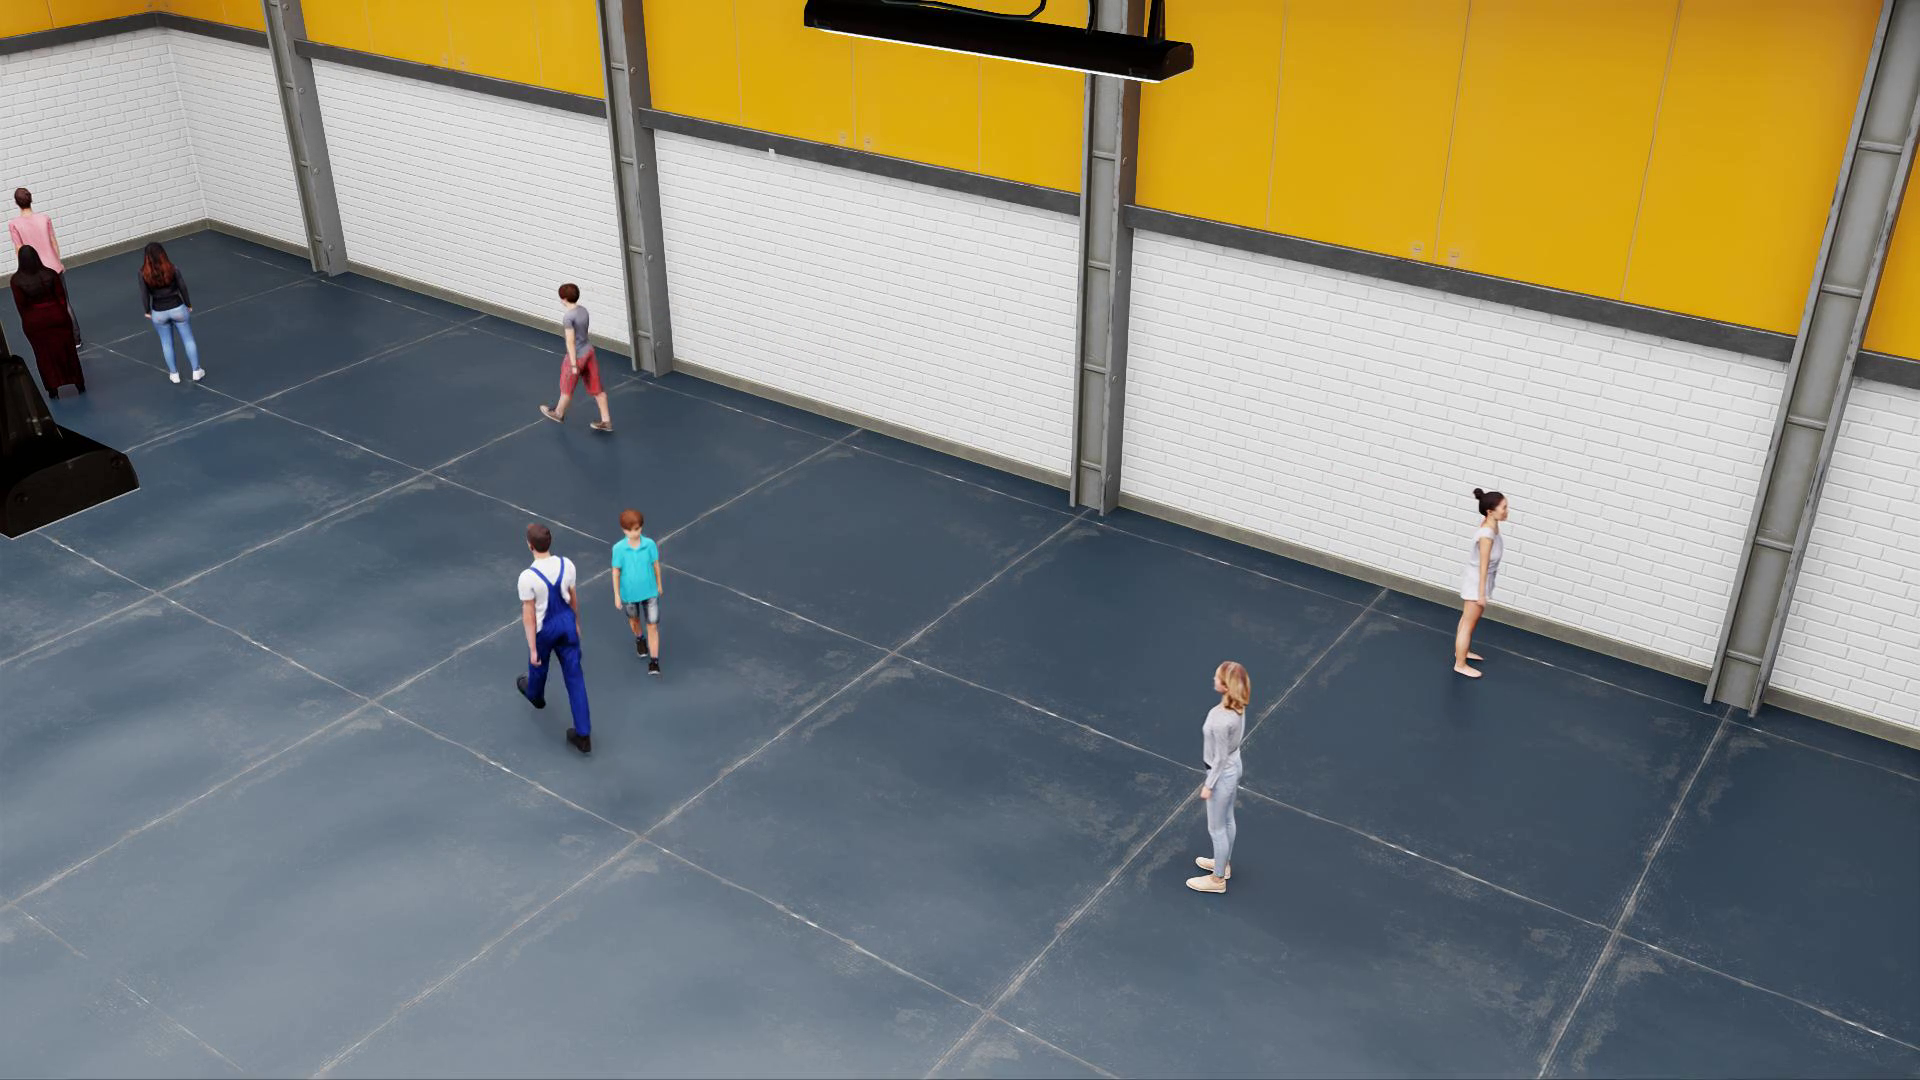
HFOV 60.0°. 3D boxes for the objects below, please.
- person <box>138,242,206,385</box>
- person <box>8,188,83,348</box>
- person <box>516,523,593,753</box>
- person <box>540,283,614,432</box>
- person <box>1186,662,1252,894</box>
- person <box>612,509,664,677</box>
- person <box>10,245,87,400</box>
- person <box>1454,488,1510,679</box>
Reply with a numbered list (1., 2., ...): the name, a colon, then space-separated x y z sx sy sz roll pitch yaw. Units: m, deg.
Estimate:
1. person: -8.954 -2.587 18.833 0.733 1.633 0.745 -11 30 -19
2. person: -10.801 -3.179 19.581 0.677 1.957 0.599 -25 37 -37
3. person: -3.006 0.768 12.511 0.914 1.799 1.315 -20 35 -33
4. person: -3.936 -1.889 17.579 1.144 1.610 0.720 13 31 22
5. person: 1.745 1.567 11.048 0.577 1.796 0.628 12 31 21
6. person: -2.641 0.377 13.630 0.919 1.413 0.994 -6 29 -10
7. person: -10.095 -2.415 18.389 0.732 1.758 0.709 -19 34 -31
8. person: 4.221 0.329 13.521 0.615 1.602 0.623 10 30 18
